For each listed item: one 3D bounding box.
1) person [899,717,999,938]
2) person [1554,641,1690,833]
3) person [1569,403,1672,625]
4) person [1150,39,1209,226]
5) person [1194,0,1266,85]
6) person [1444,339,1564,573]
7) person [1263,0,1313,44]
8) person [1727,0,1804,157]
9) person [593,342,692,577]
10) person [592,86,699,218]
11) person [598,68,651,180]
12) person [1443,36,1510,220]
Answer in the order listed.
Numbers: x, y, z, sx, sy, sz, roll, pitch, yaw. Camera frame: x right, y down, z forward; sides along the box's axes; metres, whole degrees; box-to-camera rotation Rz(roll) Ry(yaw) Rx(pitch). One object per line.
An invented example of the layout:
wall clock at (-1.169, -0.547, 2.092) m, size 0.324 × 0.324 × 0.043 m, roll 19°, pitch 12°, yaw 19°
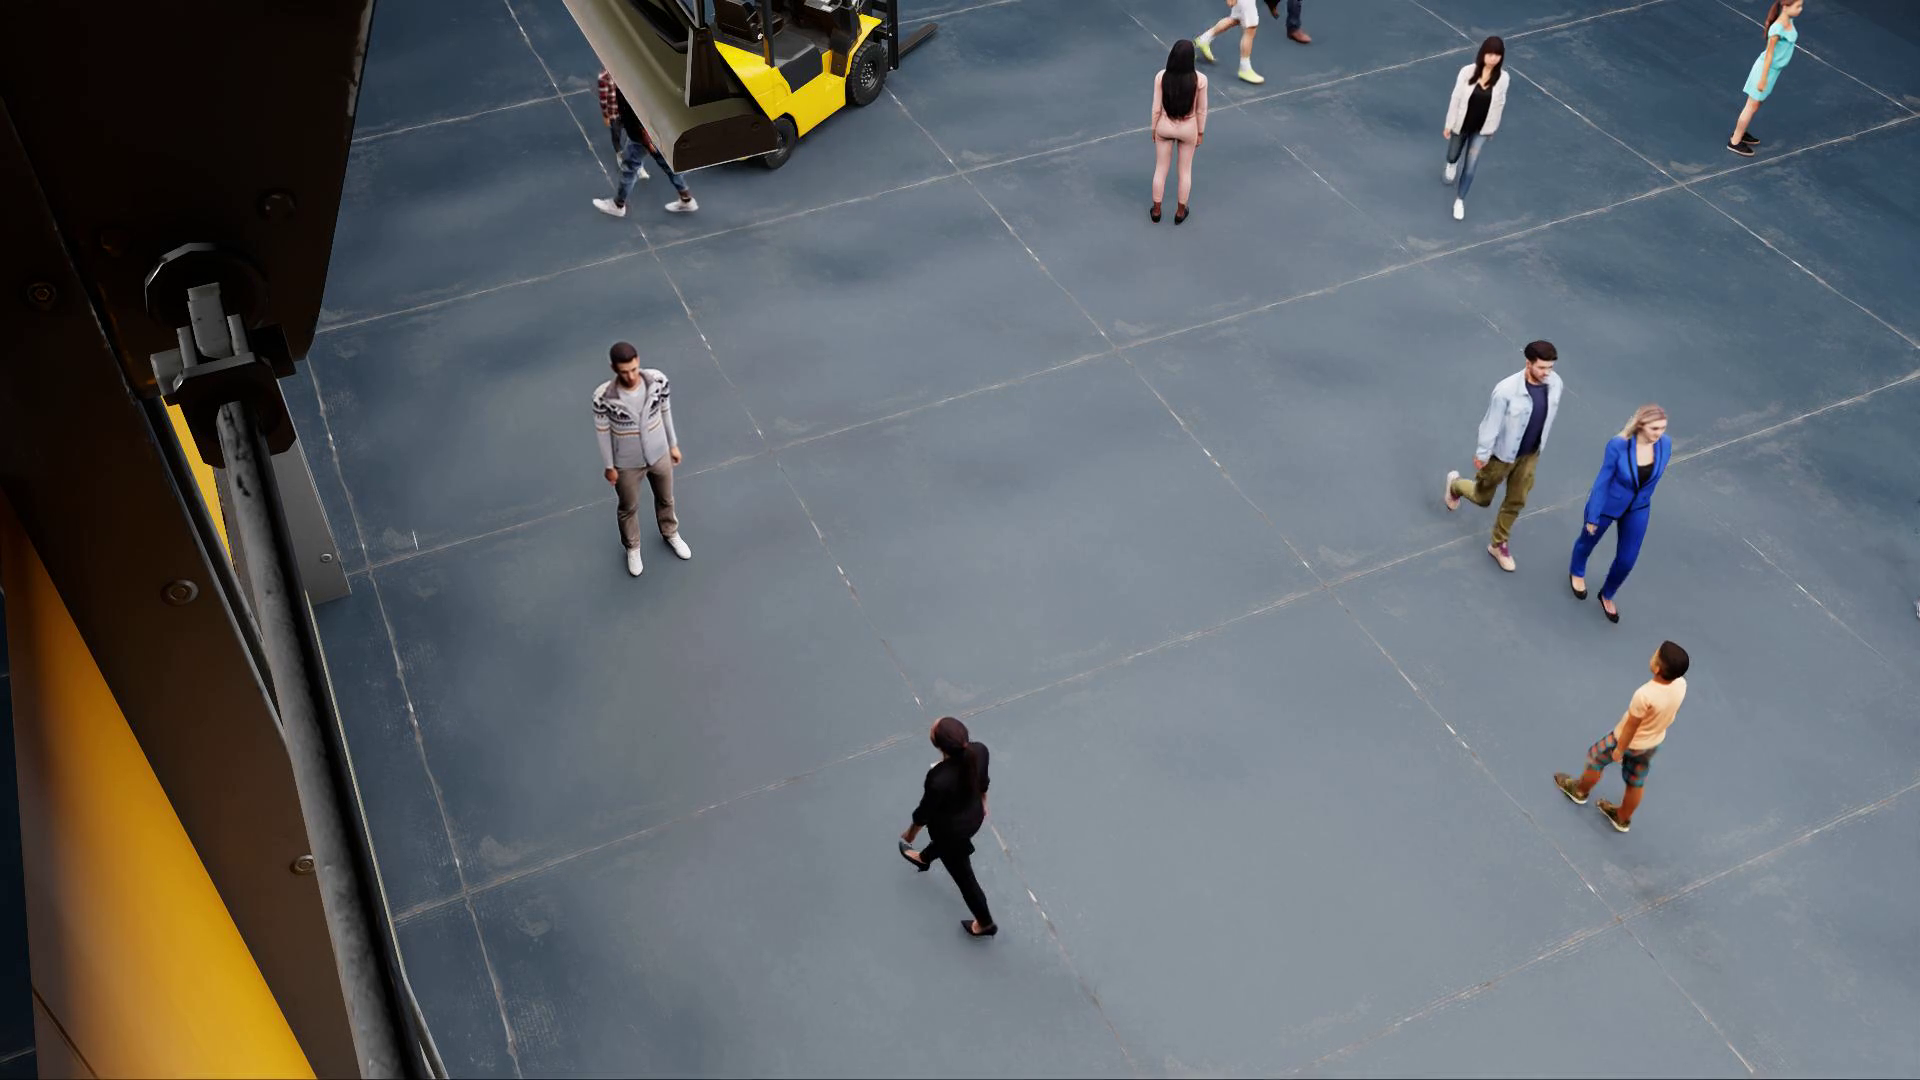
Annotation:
person at (0.040, 1.619, 9.047) m, size 1.139 × 1.620 × 0.909 m, roll 29°, pitch 51°, yaw 27°
person at (3.968, 1.187, 9.622) m, size 0.561 × 1.451 × 0.726 m, roll -16°, pitch 46°, yaw -16°
person at (4.301, -0.278, 10.992) m, size 0.772 × 1.683 × 0.858 m, roll 0°, pitch 44°, yaw 0°
person at (1.871, -3.518, 14.365) m, size 0.701 × 1.722 × 0.726 m, roll 7°, pitch 44°, yaw 7°
person at (2.718, -5.434, 16.315) m, size 1.170 × 1.806 × 1.028 m, roll 21°, pitch 47°, yaw 20°
person at (3.704, -0.649, 11.302) m, size 0.766 × 1.793 × 1.052 m, roll -13°, pitch 45°, yaw -13°
person at (3.418, -6.028, 16.873) m, size 1.090 × 1.896 × 0.965 m, roll 30°, pitch 51°, yaw 28°
person at (7.442, -4.333, 15.338) m, size 0.681 × 1.558 × 0.644 m, roll 25°, pitch 49°, yaw 24°
person at (-2.149, -0.592, 11.194) m, size 0.695 × 1.860 × 0.554 m, roll -21°, pitch 47°, yaw -20°
person at (-2.626, -3.562, 14.375) m, size 1.128 × 1.772 × 1.191 m, roll 5°, pitch 44°, yaw 5°
person at (-3.120, -3.942, 15.137) m, size 0.526 × 1.271 × 0.878 m, roll -17°, pitch 46°, yaw -17°
person at (4.491, -3.686, 14.615) m, size 0.965 × 1.620 × 1.058 m, roll 10°, pitch 44°, yaw 10°
